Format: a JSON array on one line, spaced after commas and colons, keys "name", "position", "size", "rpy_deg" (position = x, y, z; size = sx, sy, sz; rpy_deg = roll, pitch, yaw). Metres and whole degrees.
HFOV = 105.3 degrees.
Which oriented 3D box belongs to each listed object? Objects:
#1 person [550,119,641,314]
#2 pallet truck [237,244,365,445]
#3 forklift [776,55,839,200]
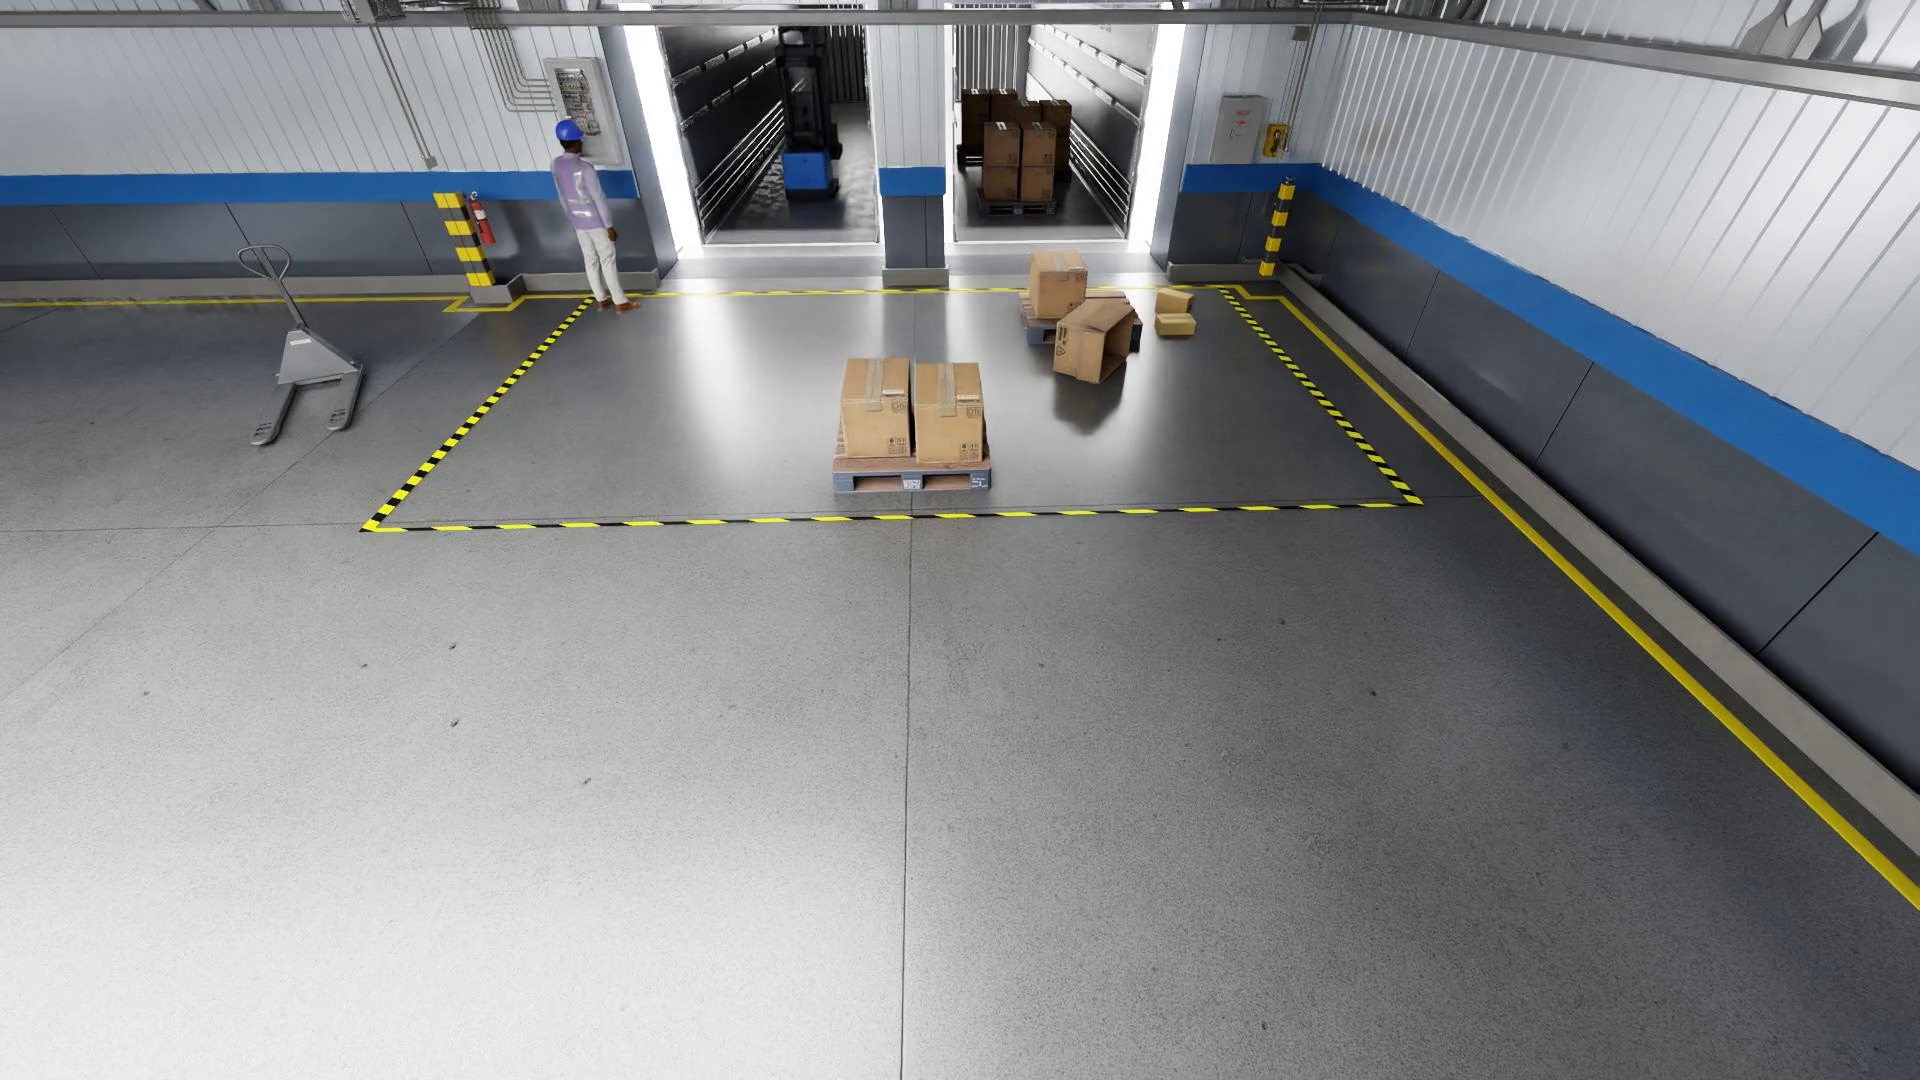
[{"name": "person", "position": [-3.999, -3.460, 7.972], "size": [0.612, 1.945, 0.404], "rpy_deg": [17, 41, 20]}, {"name": "pallet truck", "position": [-5.915, -1.733, 6.366], "size": [0.680, 1.201, 1.601], "rpy_deg": [-18, 42, -21]}, {"name": "forklift", "position": [-2.548, -6.676, 11.950], "size": [0.716, 2.013, 0.776], "rpy_deg": [-1, 38, -1]}]
